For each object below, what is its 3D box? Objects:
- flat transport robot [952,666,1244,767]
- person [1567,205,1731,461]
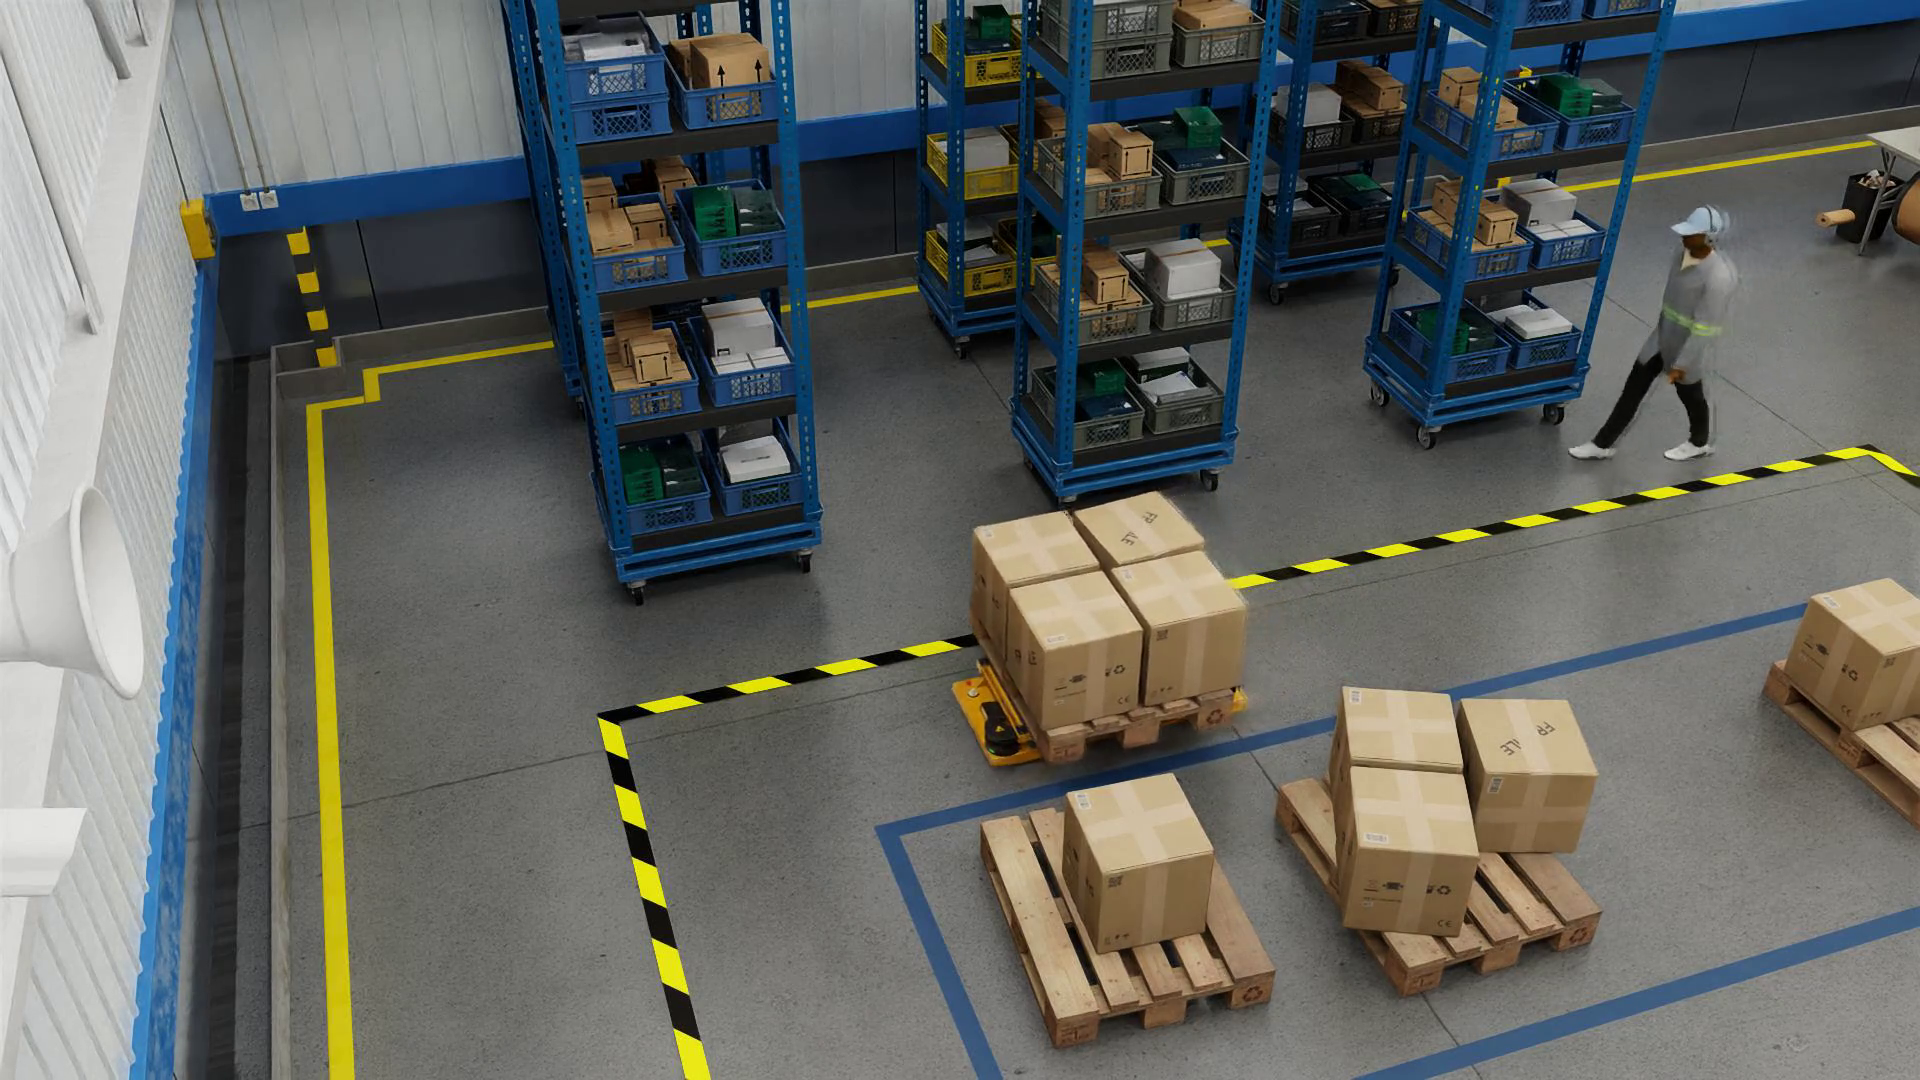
[{"bbox_3d":[0.736,0.791,8.911,1.431,0.197,0.652,-11,37,-15],"label":"flat transport robot"},{"bbox_3d":[4.524,-1.264,10.515,0.962,1.797,0.609,-6,36,-8],"label":"person"}]
